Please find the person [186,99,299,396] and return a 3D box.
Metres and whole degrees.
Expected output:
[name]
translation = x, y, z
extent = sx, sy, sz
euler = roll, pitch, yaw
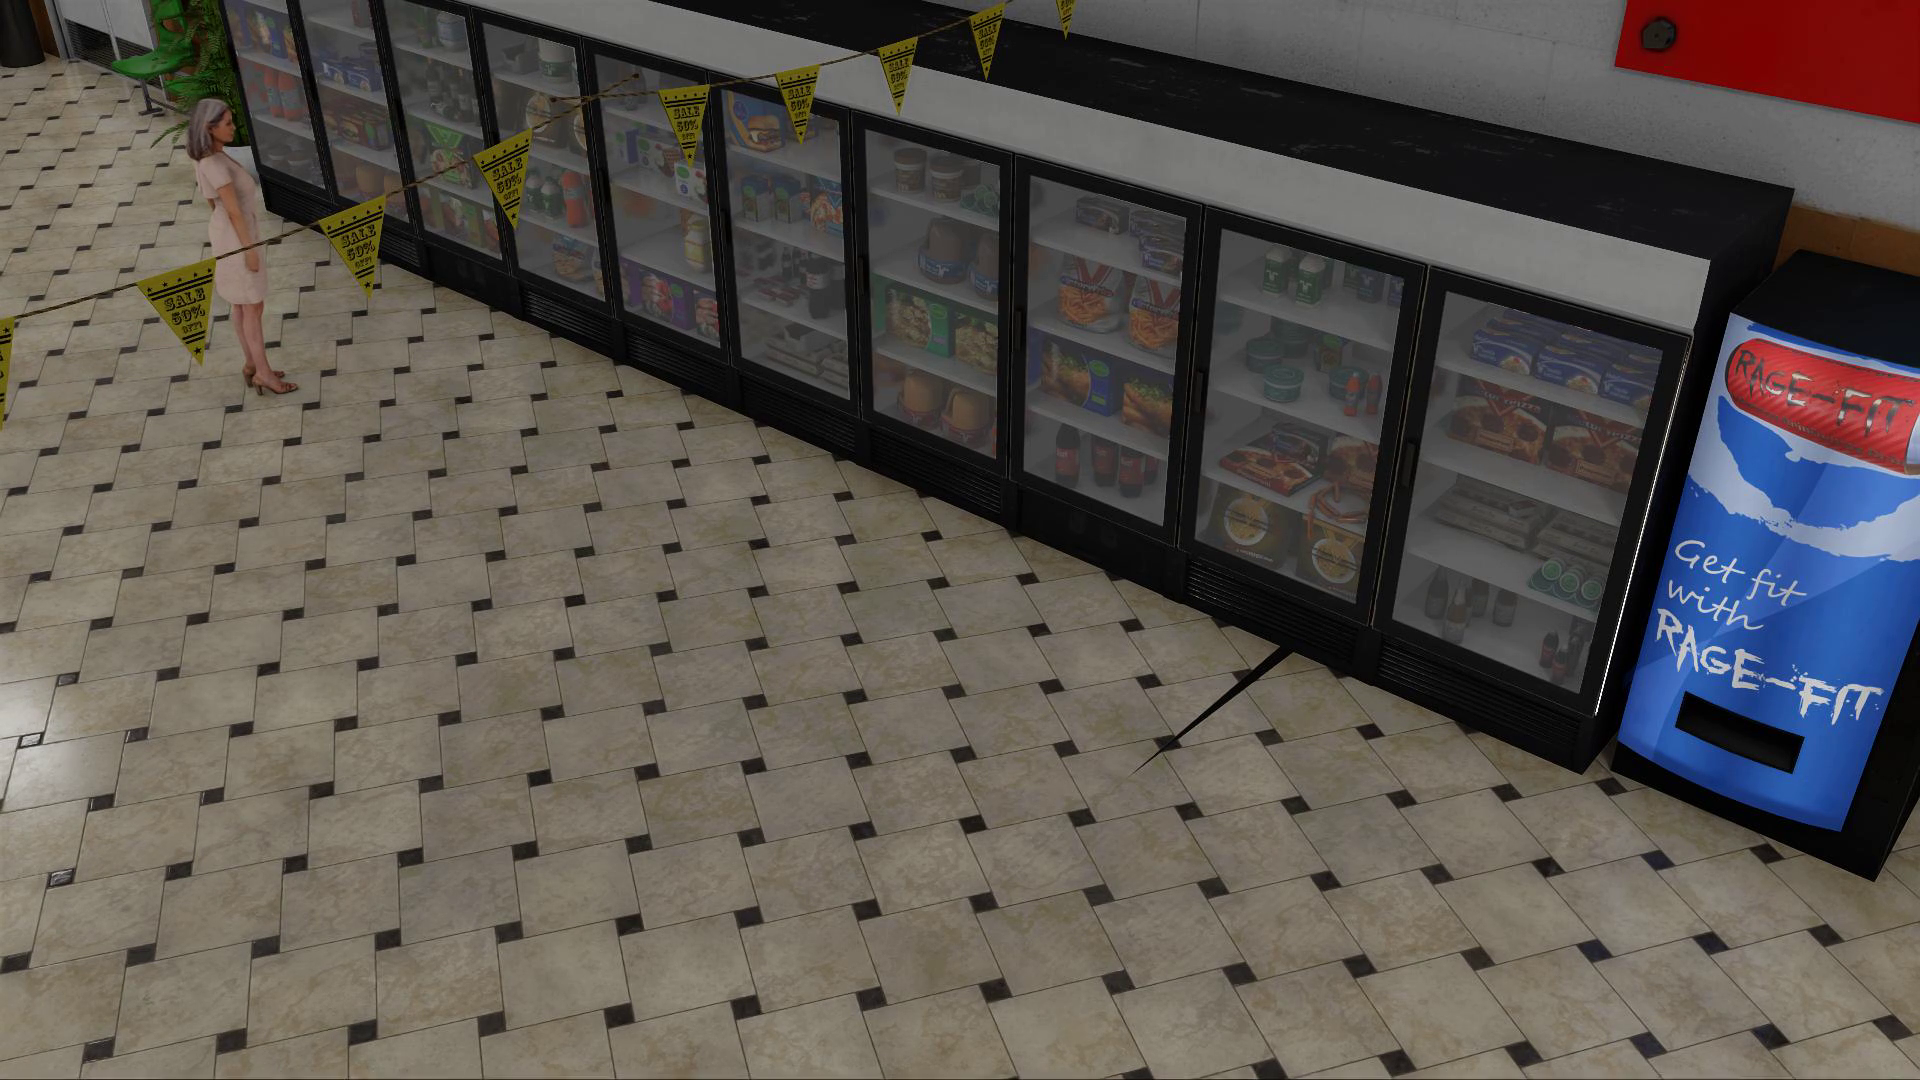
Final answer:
[person]
translation = -4.152, -1.665, 9.548
extent = 0.631, 1.737, 0.653
euler = -20, 37, -29
